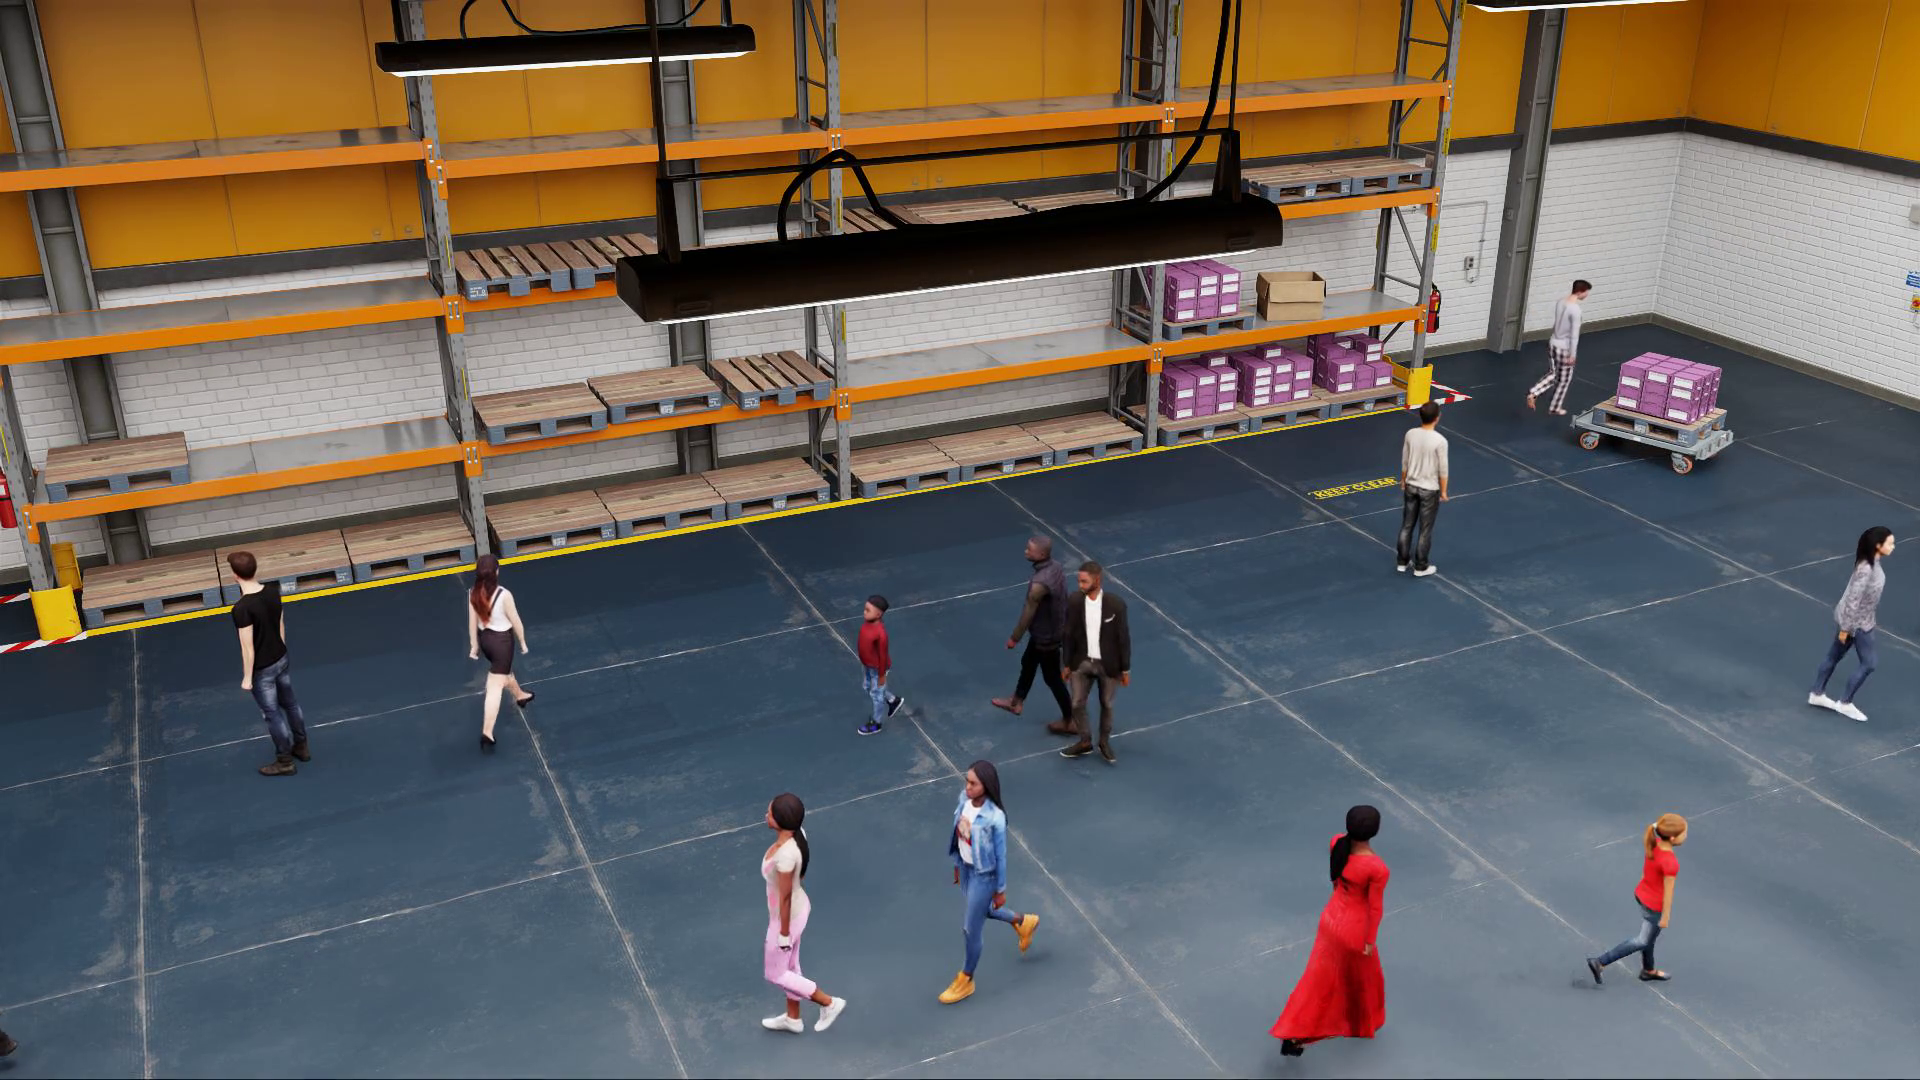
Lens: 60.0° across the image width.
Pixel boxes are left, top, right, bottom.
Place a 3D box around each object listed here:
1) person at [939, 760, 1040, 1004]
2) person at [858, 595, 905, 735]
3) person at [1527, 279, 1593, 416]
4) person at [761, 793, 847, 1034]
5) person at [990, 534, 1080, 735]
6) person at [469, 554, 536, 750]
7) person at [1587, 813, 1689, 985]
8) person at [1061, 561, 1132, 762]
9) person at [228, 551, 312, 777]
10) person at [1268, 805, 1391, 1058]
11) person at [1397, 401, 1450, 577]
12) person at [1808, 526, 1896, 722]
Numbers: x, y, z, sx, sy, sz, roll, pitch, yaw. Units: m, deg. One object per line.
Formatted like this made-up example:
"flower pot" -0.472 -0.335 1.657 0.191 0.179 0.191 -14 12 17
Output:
"person" 0.202 2.140 10.679 1.110 1.691 0.739 -16 28 -32
"person" -0.647 1.009 13.823 0.657 1.247 0.509 -10 25 -21
"person" 7.495 -2.387 20.886 0.889 1.811 0.758 -8 25 -18
"person" -0.970 2.327 10.199 0.898 1.734 0.794 1 24 3
"person" 0.784 0.808 13.596 1.170 1.797 1.075 7 25 16
"person" -3.808 0.939 13.546 1.077 1.598 1.083 6 24 14
"person" 4.396 2.335 10.733 0.892 1.292 0.696 0 24 0
"person" 1.094 0.982 13.221 0.794 1.779 0.869 1 24 3
"person" -5.459 0.966 13.112 0.785 1.895 0.748 6 24 13
"person" 2.266 2.388 10.039 1.155 1.751 0.783 -18 29 -35
"person" 4.617 -0.521 16.617 0.716 1.812 0.667 21 31 39
"person" 7.450 0.663 14.029 0.840 1.715 0.780 11 26 24
